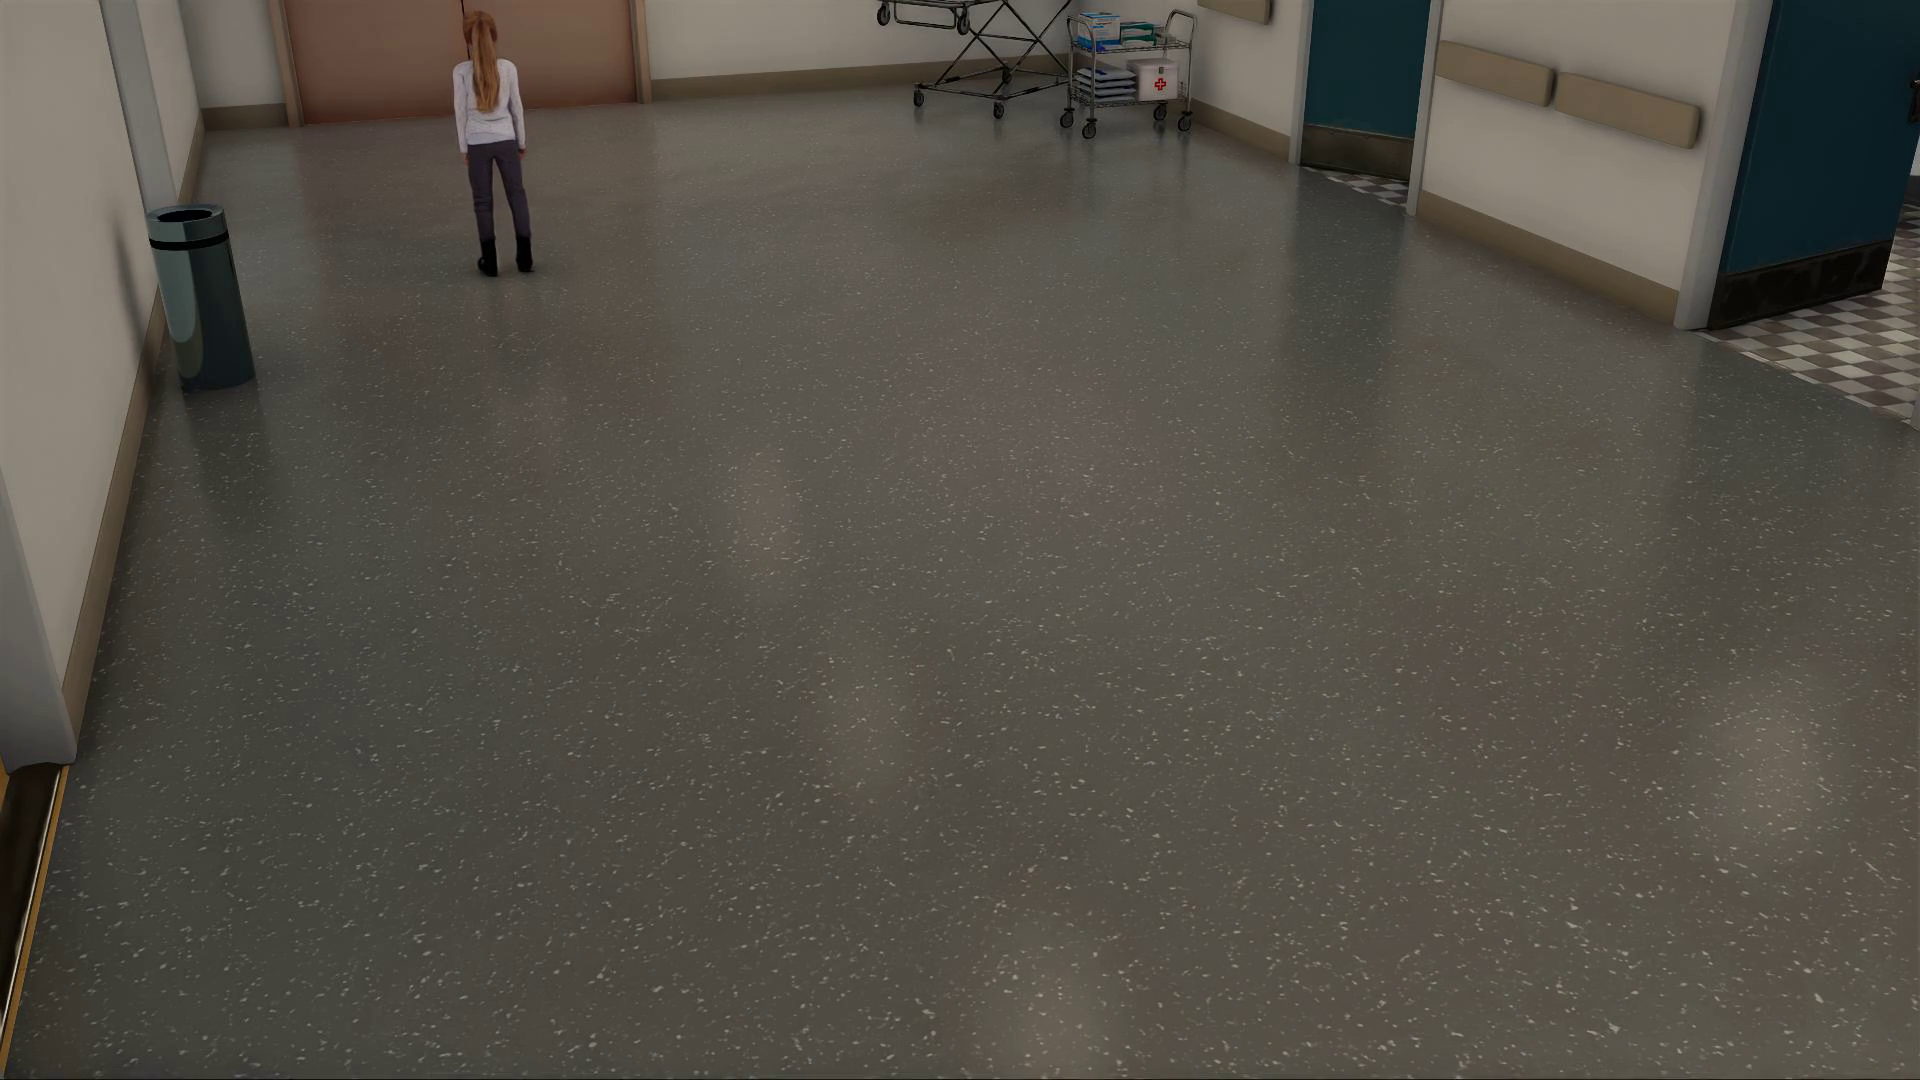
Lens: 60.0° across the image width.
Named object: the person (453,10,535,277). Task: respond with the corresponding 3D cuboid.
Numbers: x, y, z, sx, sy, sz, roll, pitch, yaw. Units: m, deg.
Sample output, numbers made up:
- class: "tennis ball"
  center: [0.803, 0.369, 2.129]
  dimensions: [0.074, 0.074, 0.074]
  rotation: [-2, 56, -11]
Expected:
- class: "person"
  center: [-2.321, -1.962, 8.247]
  dimensions: [0.488, 1.277, 0.497]
  rotation: [-11, 28, -22]
